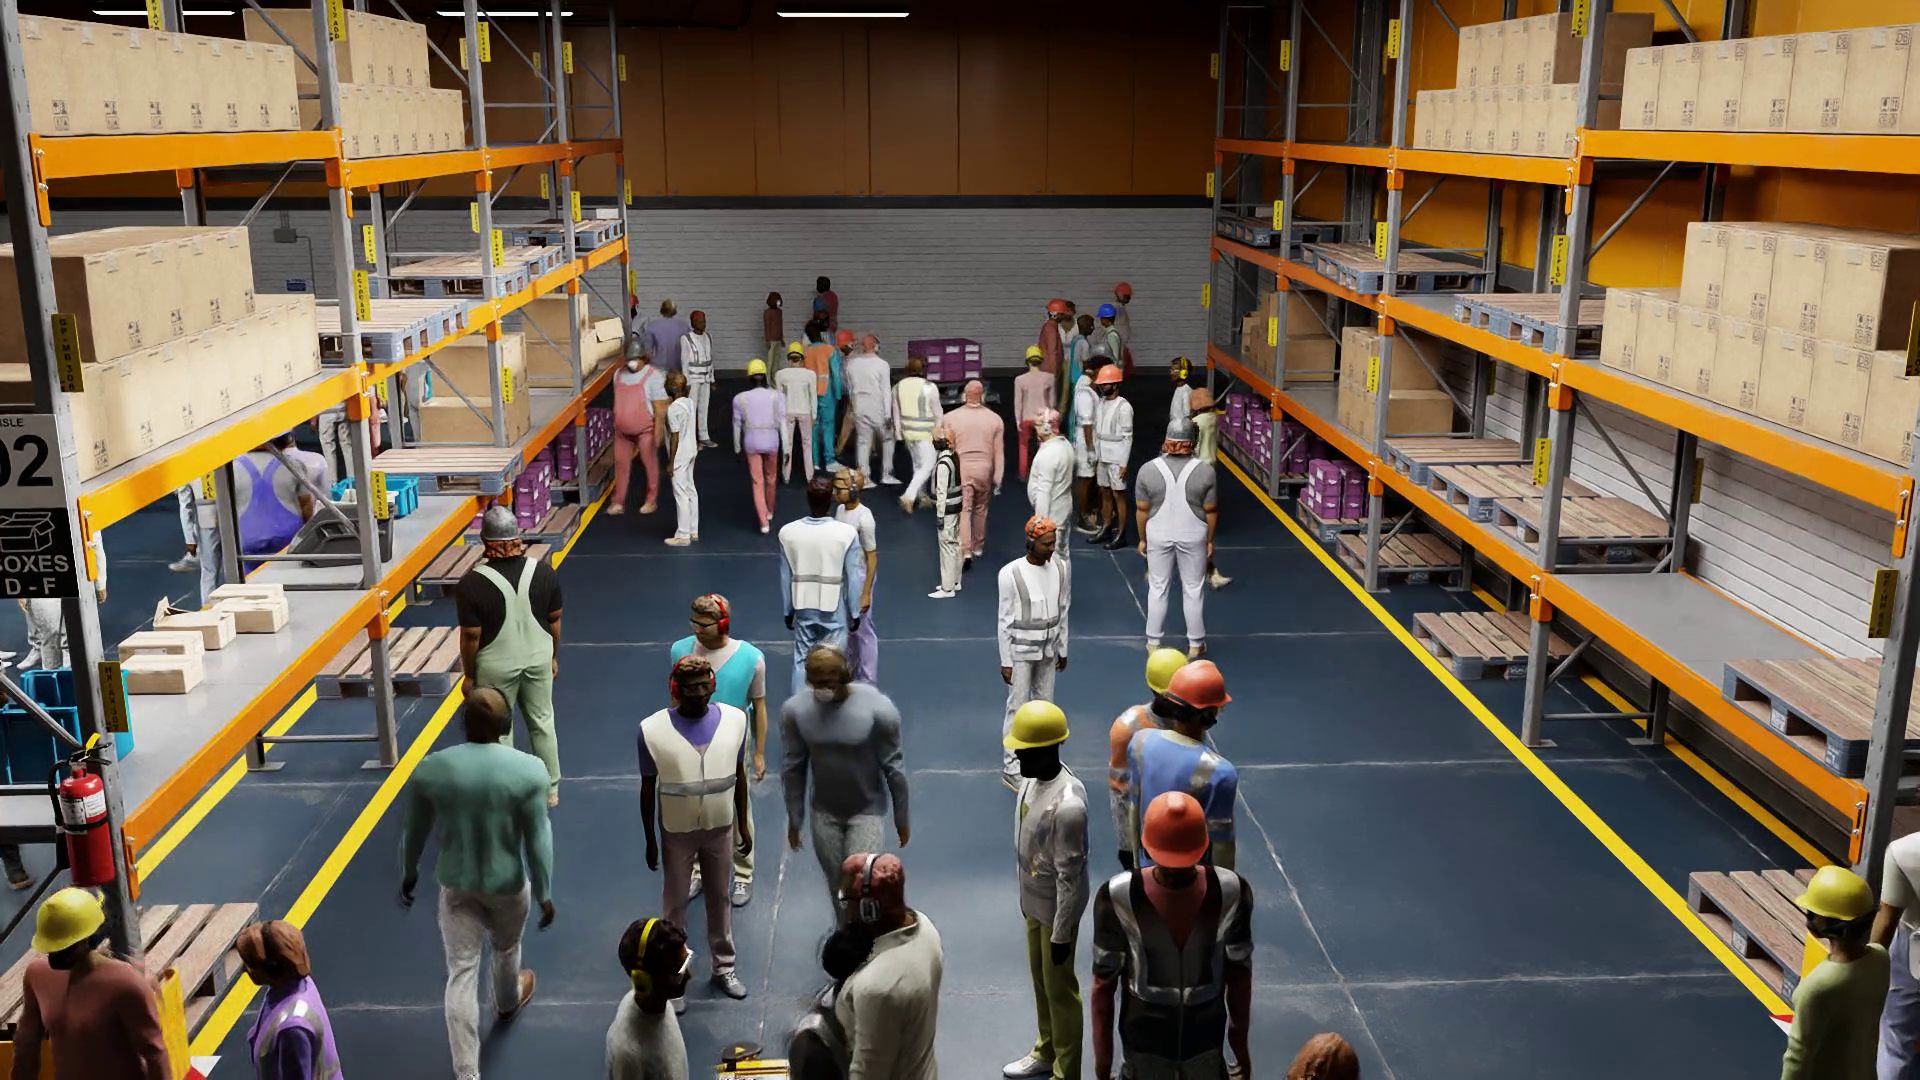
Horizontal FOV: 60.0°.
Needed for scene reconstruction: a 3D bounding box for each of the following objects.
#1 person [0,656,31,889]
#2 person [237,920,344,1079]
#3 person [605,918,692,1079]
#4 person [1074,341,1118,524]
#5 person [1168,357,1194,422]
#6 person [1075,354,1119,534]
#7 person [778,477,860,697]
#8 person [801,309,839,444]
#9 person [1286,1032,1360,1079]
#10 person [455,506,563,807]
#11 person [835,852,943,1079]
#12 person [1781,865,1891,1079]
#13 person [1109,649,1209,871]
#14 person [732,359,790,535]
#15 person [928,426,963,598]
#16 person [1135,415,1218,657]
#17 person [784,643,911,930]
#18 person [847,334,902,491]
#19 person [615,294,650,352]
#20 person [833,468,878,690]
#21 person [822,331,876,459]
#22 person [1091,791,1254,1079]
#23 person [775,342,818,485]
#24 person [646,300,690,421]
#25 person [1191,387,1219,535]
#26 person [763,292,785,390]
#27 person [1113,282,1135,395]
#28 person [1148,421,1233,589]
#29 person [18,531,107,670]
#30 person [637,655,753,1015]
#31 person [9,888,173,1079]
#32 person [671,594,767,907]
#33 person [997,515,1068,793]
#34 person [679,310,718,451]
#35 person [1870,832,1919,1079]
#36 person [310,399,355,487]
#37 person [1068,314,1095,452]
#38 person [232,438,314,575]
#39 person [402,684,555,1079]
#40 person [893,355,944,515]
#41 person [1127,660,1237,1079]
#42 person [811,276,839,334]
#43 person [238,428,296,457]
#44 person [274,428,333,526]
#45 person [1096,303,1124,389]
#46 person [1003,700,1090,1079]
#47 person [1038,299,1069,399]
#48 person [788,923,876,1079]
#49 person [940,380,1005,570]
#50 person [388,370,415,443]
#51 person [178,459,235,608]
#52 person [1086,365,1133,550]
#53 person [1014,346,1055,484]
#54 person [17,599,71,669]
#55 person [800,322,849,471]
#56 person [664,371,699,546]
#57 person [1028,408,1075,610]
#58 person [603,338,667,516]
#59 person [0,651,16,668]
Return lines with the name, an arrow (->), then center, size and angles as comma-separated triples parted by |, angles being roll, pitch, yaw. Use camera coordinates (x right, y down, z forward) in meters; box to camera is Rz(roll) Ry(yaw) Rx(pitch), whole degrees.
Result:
person -> -5.753, 1.109, 9.538 | 0.619, 1.952, 0.409 | -13, 20, -42
person -> -2.415, 2.147, 6.110 | 0.313, 1.630, 0.524 | -6, 16, -24
person -> -1.028, 2.141, 5.660 | 0.310, 1.868, 0.533 | 0, 14, 0
person -> 1.549, -1.201, 18.434 | 0.535, 2.000, 0.681 | 7, 16, 26
person -> 2.425, -1.072, 18.294 | 0.322, 1.869, 0.569 | 0, 14, -1
person -> 1.486, -1.012, 17.881 | 0.524, 1.946, 0.683 | 9, 17, 32
person -> -1.014, 0.495, 12.048 | 0.591, 1.908, 0.406 | 3, 15, 12
person -> -1.901, -2.267, 23.016 | 0.429, 1.845, 0.621 | 9, 17, 32
person -> 1.123, 2.341, 5.397 | 0.514, 1.591, 0.741 | 7, 16, 27
person -> -2.912, 0.772, 10.689 | 0.676, 2.000, 0.536 | -10, 18, -35
person -> -0.284, 2.028, 6.052 | 0.398, 1.899, 0.654 | 3, 15, 12
person -> 3.227, 2.052, 6.232 | 0.528, 1.761, 0.343 | -9, 17, -31
person -> 1.004, 1.428, 8.413 | 0.586, 1.895, 0.567 | -10, 18, -35
person -> -2.174, -1.032, 18.129 | 0.592, 1.858, 1.022 | -3, 15, -11
person -> -0.123, -0.263, 15.573 | 0.313, 1.634, 0.514 | 3, 15, 11
person -> 1.807, -0.037, 13.865 | 0.677, 2.000, 0.536 | 3, 15, 12
person -> -0.555, 1.418, 8.453 | 0.719, 1.906, 0.428 | 6, 15, 21
person -> -1.019, -1.552, 20.127 | 0.660, 1.879, 0.716 | 9, 17, 32
person -> -5.110, -2.983, 26.015 | 0.561, 1.745, 0.339 | -3, 15, -11
person -> -0.813, 0.351, 12.732 | 0.348, 1.846, 0.506 | -8, 17, -30
person -> -1.485, -1.905, 21.870 | 0.852, 1.693, 0.583 | -6, 15, -21
person -> 0.804, 1.892, 6.321 | 0.614, 2.031, 0.403 | -1, 14, -3
person -> -1.995, -1.543, 20.347 | 0.523, 1.759, 0.350 | 1, 14, 2
person -> -4.165, -2.493, 23.854 | 0.616, 1.888, 1.069 | -4, 15, -17
person -> 2.583, -0.814, 17.727 | 0.268, 1.630, 0.507 | 11, 18, 36
person -> -3.041, -3.262, 27.334 | 0.279, 1.634, 0.499 | 7, 16, 24
person -> 2.450, -2.946, 25.420 | 0.429, 1.976, 0.626 | 6, 15, 22
person -> 2.171, -0.313, 15.746 | 0.866, 1.643, 0.527 | 13, 19, 41
person -> -6.802, 0.347, 12.595 | 0.635, 1.932, 0.363 | -7, 16, -27
person -> -1.330, 1.454, 8.392 | 0.565, 1.849, 0.389 | -7, 16, -27
person -> -3.231, 2.092, 6.153 | 0.544, 1.722, 0.908 | 4, 15, 16
person -> -1.366, 1.181, 9.483 | 0.564, 1.839, 0.395 | 4, 15, 14
person -> 0.497, 0.751, 11.099 | 0.584, 1.878, 0.362 | -11, 18, -37
person -> -3.529, -2.161, 22.516 | 0.353, 1.883, 0.573 | 10, 17, 33
person -> 4.108, 1.815, 7.017 | 0.563, 1.836, 0.389 | -1, 14, -5
person -> -7.539, -1.484, 19.957 | 0.403, 1.831, 0.597 | 12, 18, 38
person -> 1.639, -2.116, 22.419 | 0.325, 1.842, 0.513 | -4, 15, -15
person -> -5.811, -0.085, 14.052 | 0.691, 2.000, 0.541 | -4, 15, -17
person -> -2.260, 1.590, 7.812 | 0.753, 1.873, 1.031 | -1, 14, -3
person -> -0.480, -1.184, 18.821 | 0.637, 1.816, 0.770 | 11, 18, 37
person -> 1.043, 1.535, 7.718 | 0.400, 2.039, 0.610 | -13, 19, -40
person -> -2.268, -3.477, 27.766 | 0.429, 1.843, 0.632 | 6, 15, 22
person -> -6.650, -0.531, 16.008 | 0.552, 1.936, 0.358 | -2, 14, -8
person -> -5.756, -0.132, 14.526 | 0.638, 1.894, 0.606 | -6, 15, -22
person -> 2.048, -2.272, 22.833 | 0.402, 1.943, 0.605 | 1, 14, 2
person -> 0.385, 1.637, 7.539 | 0.398, 1.920, 0.586 | -4, 15, -15
person -> 1.288, -2.349, 23.069 | 0.419, 1.983, 0.622 | -1, 14, -3
person -> -0.456, 2.136, 6.085 | 0.629, 1.662, 0.538 | 6, 16, 24
person -> 0.127, -0.659, 16.666 | 0.634, 1.869, 0.942 | -2, 14, -7
person -> -7.719, -2.265, 22.825 | 0.417, 1.938, 0.613 | -8, 16, -29
person -> -6.440, -0.098, 14.378 | 0.398, 1.909, 0.599 | 9, 17, 31
person -> 1.558, -0.862, 17.310 | 0.377, 1.936, 0.549 | -8, 16, -29
person -> 0.890, -1.485, 20.179 | 0.540, 1.729, 0.849 | -2, 14, -9
person -> -7.505, 0.125, 13.500 | 0.586, 1.910, 0.396 | 3, 15, 12
person -> -1.739, -1.821, 21.210 | 0.769, 1.873, 0.394 | 6, 15, 22
person -> -2.943, -0.855, 17.465 | 0.344, 1.846, 0.507 | 4, 15, 14
person -> 0.805, -0.239, 14.954 | 0.398, 1.898, 0.659 | 5, 15, 19
person -> -3.677, -1.256, 18.650 | 0.706, 2.000, 0.758 | 6, 15, 21
person -> -8.012, 0.110, 13.541 | 0.389, 1.922, 0.589 | -7, 16, -25
